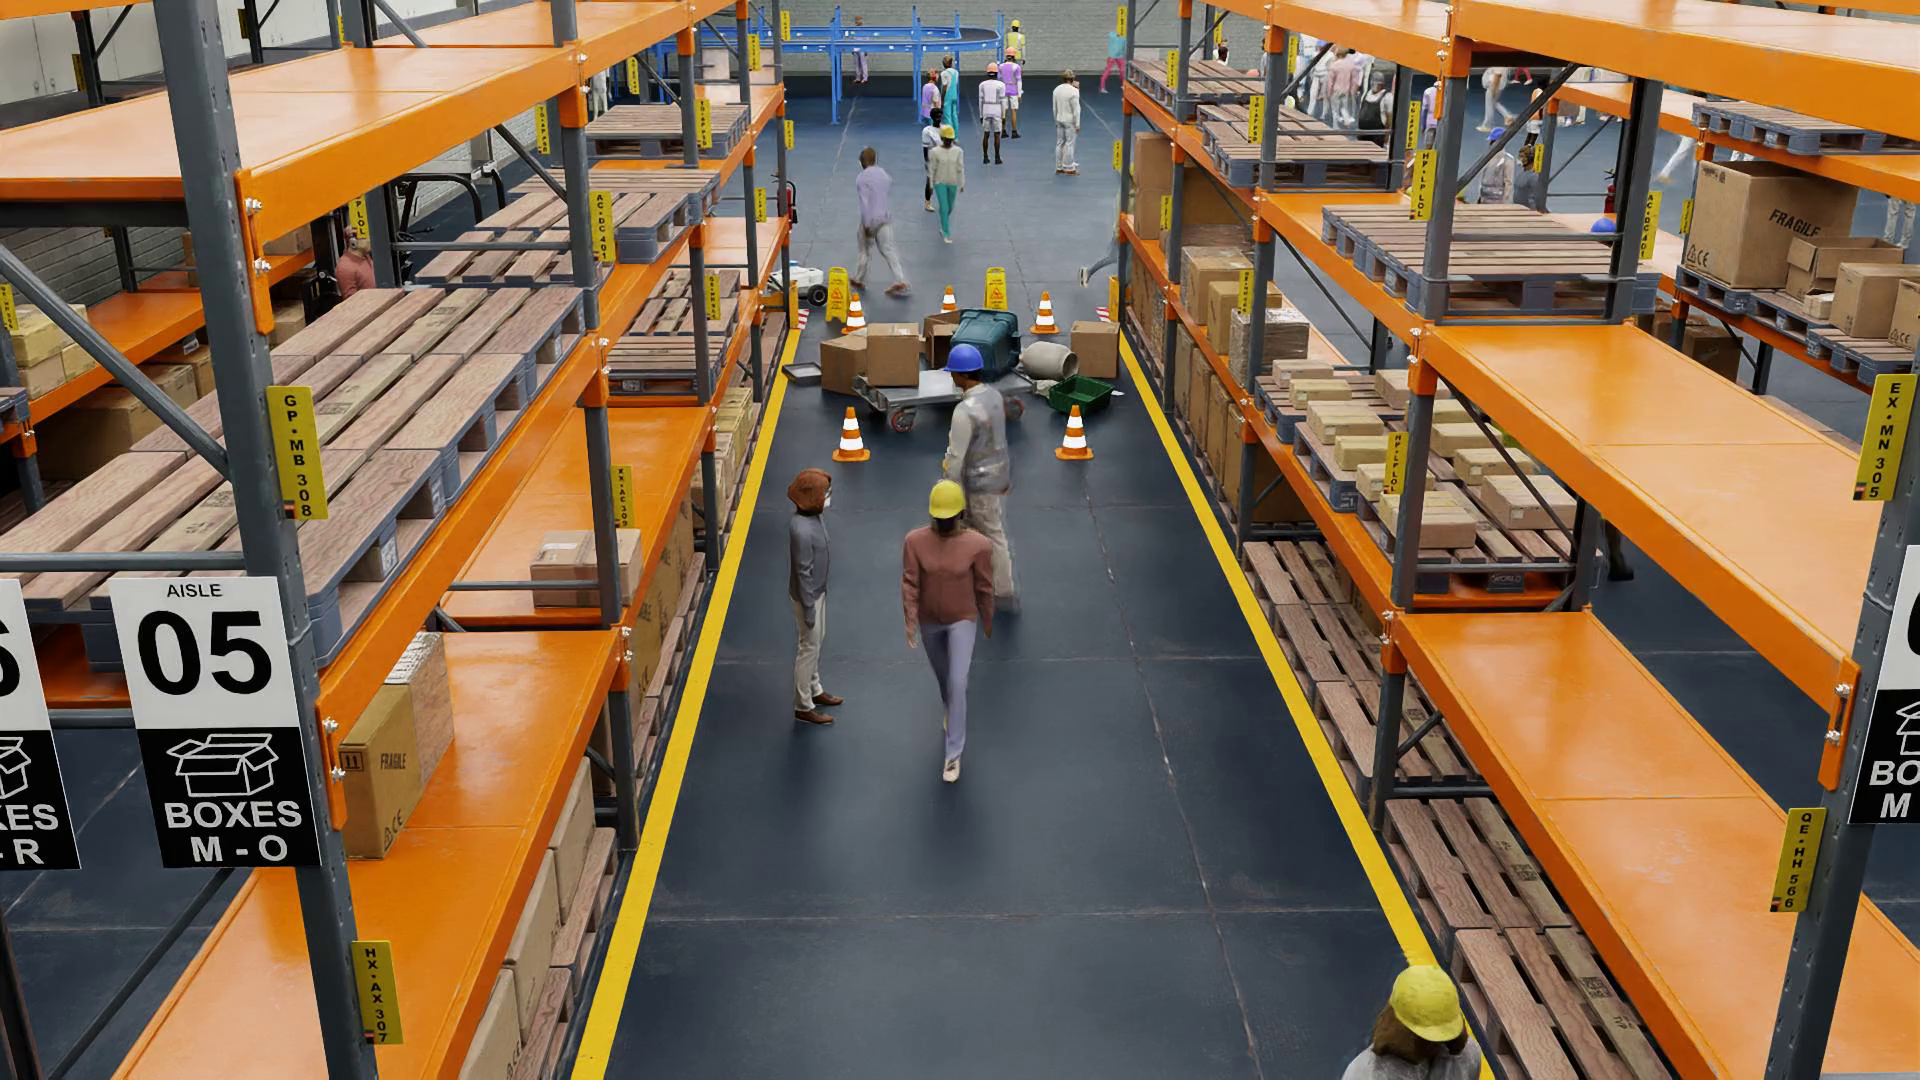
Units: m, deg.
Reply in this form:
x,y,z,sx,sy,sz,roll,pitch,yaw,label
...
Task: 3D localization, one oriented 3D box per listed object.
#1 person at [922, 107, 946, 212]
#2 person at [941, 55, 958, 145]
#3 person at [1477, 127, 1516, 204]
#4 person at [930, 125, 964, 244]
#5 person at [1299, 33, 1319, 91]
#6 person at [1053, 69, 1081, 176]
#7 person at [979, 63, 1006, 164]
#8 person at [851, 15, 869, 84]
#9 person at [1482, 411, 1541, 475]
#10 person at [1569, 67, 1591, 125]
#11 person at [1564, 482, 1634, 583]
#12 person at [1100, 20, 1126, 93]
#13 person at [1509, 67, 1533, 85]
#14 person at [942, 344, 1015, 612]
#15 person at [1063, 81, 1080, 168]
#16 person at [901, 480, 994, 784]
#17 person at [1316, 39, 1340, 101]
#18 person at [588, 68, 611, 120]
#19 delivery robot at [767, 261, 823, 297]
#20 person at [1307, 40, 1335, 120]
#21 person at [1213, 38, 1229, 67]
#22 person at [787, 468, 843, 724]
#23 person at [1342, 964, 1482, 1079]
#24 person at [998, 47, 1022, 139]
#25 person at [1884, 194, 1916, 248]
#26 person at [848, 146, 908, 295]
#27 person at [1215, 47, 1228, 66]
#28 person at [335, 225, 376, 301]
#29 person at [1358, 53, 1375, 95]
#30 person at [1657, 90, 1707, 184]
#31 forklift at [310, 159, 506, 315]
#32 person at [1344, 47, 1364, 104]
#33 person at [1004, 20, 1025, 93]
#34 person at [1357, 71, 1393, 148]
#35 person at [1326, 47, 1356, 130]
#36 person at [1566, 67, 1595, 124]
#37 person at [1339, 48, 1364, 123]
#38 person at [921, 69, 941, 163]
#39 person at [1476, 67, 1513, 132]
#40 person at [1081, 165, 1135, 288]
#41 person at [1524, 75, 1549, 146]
x,y,z,sx,sy,sz,roll,pitch,yaw,label
-0.393,-6.277,27.436,0.530,1.689,0.322,-14,25,-33,person
-0.237,-9.348,35.335,0.344,1.845,0.506,16,26,36,person
7.328,-4.686,22.867,0.394,1.949,0.602,-7,22,-18,person
-0.218,-5.380,25.013,0.526,1.732,0.819,-7,22,-18,person
9.622,-13.343,45.822,0.606,1.905,0.407,-5,21,-12,person
2.009,-7.807,31.132,0.368,1.940,0.632,-19,28,-40,person
0.638,-8.342,32.564,0.543,1.929,0.386,7,22,19,person
-2.891,-14.086,47.776,0.404,1.904,0.652,-19,28,-41,person
4.284,-0.735,12.795,0.560,1.677,0.352,-1,21,-2,person
14.462,-10.489,38.660,0.296,1.622,0.511,13,24,31,person
4.741,-0.638,12.269,0.556,1.873,0.999,-1,21,-2,person
4.283,-13.236,45.480,0.696,1.969,0.485,-12,24,-29,person
16.156,-13.920,47.583,0.608,1.723,0.525,6,21,15,person
0.072,-0.432,11.681,0.794,1.906,0.617,7,22,17,person
2.159,-8.042,32.188,0.314,1.632,0.523,6,22,16,person
-0.061,0.440,9.650,0.507,1.724,0.894,5,21,13,person
9.660,-12.516,43.688,0.828,1.866,0.639,-18,27,-40,person
-7.961,-9.885,36.720,0.513,1.871,0.329,-2,21,-5,person
-2.094,-3.268,20.928,0.707,0.478,0.477,-11,24,-27,delivery robot
8.502,-10.852,39.236,0.637,1.894,0.994,13,25,31,person
6.278,-11.223,40.314,0.568,1.835,0.406,-18,27,-39,person
-0.893,0.334,10.053,0.285,1.623,0.510,1,21,3,person
1.411,2.082,5.283,0.499,1.726,0.384,-6,22,-16,person
1.104,-9.753,36.277,0.552,1.934,0.364,11,23,26,person
13.853,-5.156,24.411,0.500,1.735,0.334,1,21,3,person
-1.070,-4.111,21.464,1.001,1.881,0.635,15,26,35,person
5.707,-9.925,36.781,0.407,1.908,0.597,-5,21,-14,person
-5.726,-2.103,16.093,0.407,1.913,0.641,-1,21,-2,person
10.963,-12.923,44.923,0.563,1.742,0.338,-8,22,-19,person
13.221,-7.333,30.093,0.963,1.800,0.630,10,23,25,person
-5.622,-2.910,17.832,2.313,2.155,1.214,-1,21,-1,forklift
10.071,-12.178,42.688,0.551,1.935,0.375,1,21,2,person
1.492,-13.152,45.275,0.594,1.925,0.377,7,22,18,person
7.403,-7.399,29.911,0.535,2.000,0.691,-17,27,-38,person
8.349,-9.843,36.546,0.633,1.923,0.447,-6,22,-16,person
14.461,-10.671,38.728,0.587,1.920,0.392,2,21,5,person
9.152,-10.784,39.017,0.595,1.923,0.380,19,28,41,person
-0.550,-8.182,32.246,0.390,1.850,0.565,-11,23,-27,person
12.052,-10.193,37.295,0.694,2.000,0.697,11,23,27,person
2.027,-4.001,21.384,0.823,1.719,0.543,11,23,27,person
11.373,-8.310,32.815,0.324,1.687,0.537,1,21,2,person
